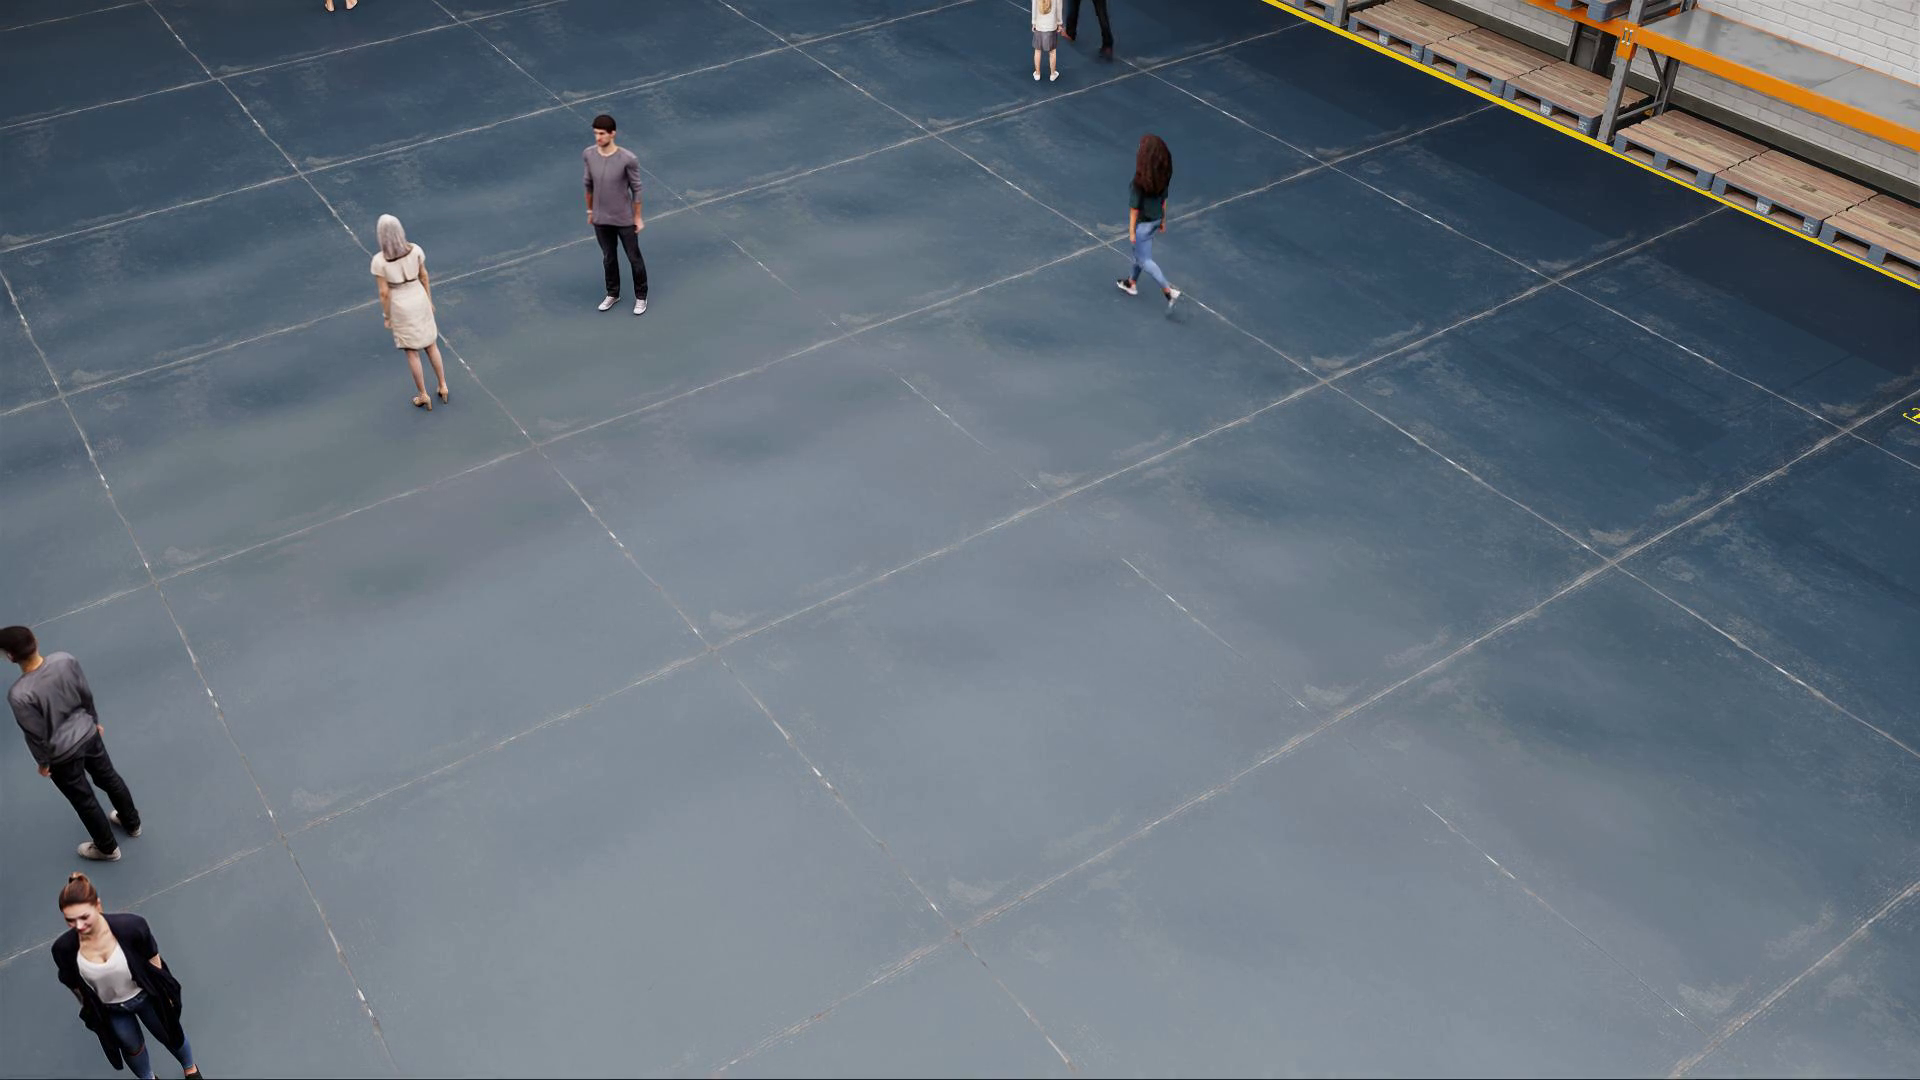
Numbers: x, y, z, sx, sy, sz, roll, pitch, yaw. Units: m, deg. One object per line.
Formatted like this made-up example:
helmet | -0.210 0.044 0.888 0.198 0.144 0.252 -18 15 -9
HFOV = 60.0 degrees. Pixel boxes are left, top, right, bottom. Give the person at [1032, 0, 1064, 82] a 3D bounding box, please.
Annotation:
person | 0.984 -5.867 18.921 0.605 1.276 0.660 4 39 5

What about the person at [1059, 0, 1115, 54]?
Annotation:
person | 1.543 -6.495 19.362 0.753 1.707 1.229 -18 42 -22

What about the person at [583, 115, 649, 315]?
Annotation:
person | -3.051 -2.891 14.731 0.718 1.853 0.797 9 39 11

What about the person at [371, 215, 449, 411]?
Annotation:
person | -4.465 -1.848 13.521 0.606 1.736 0.560 -27 46 -30

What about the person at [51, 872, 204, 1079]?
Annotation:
person | -4.185 2.294 8.376 0.683 1.683 0.635 -14 41 -17

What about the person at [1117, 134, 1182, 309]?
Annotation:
person | 1.718 -2.801 14.832 0.657 1.588 1.045 -28 46 -30

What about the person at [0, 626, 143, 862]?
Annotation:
person | -5.201 1.177 9.708 0.723 1.766 0.702 14 41 16
